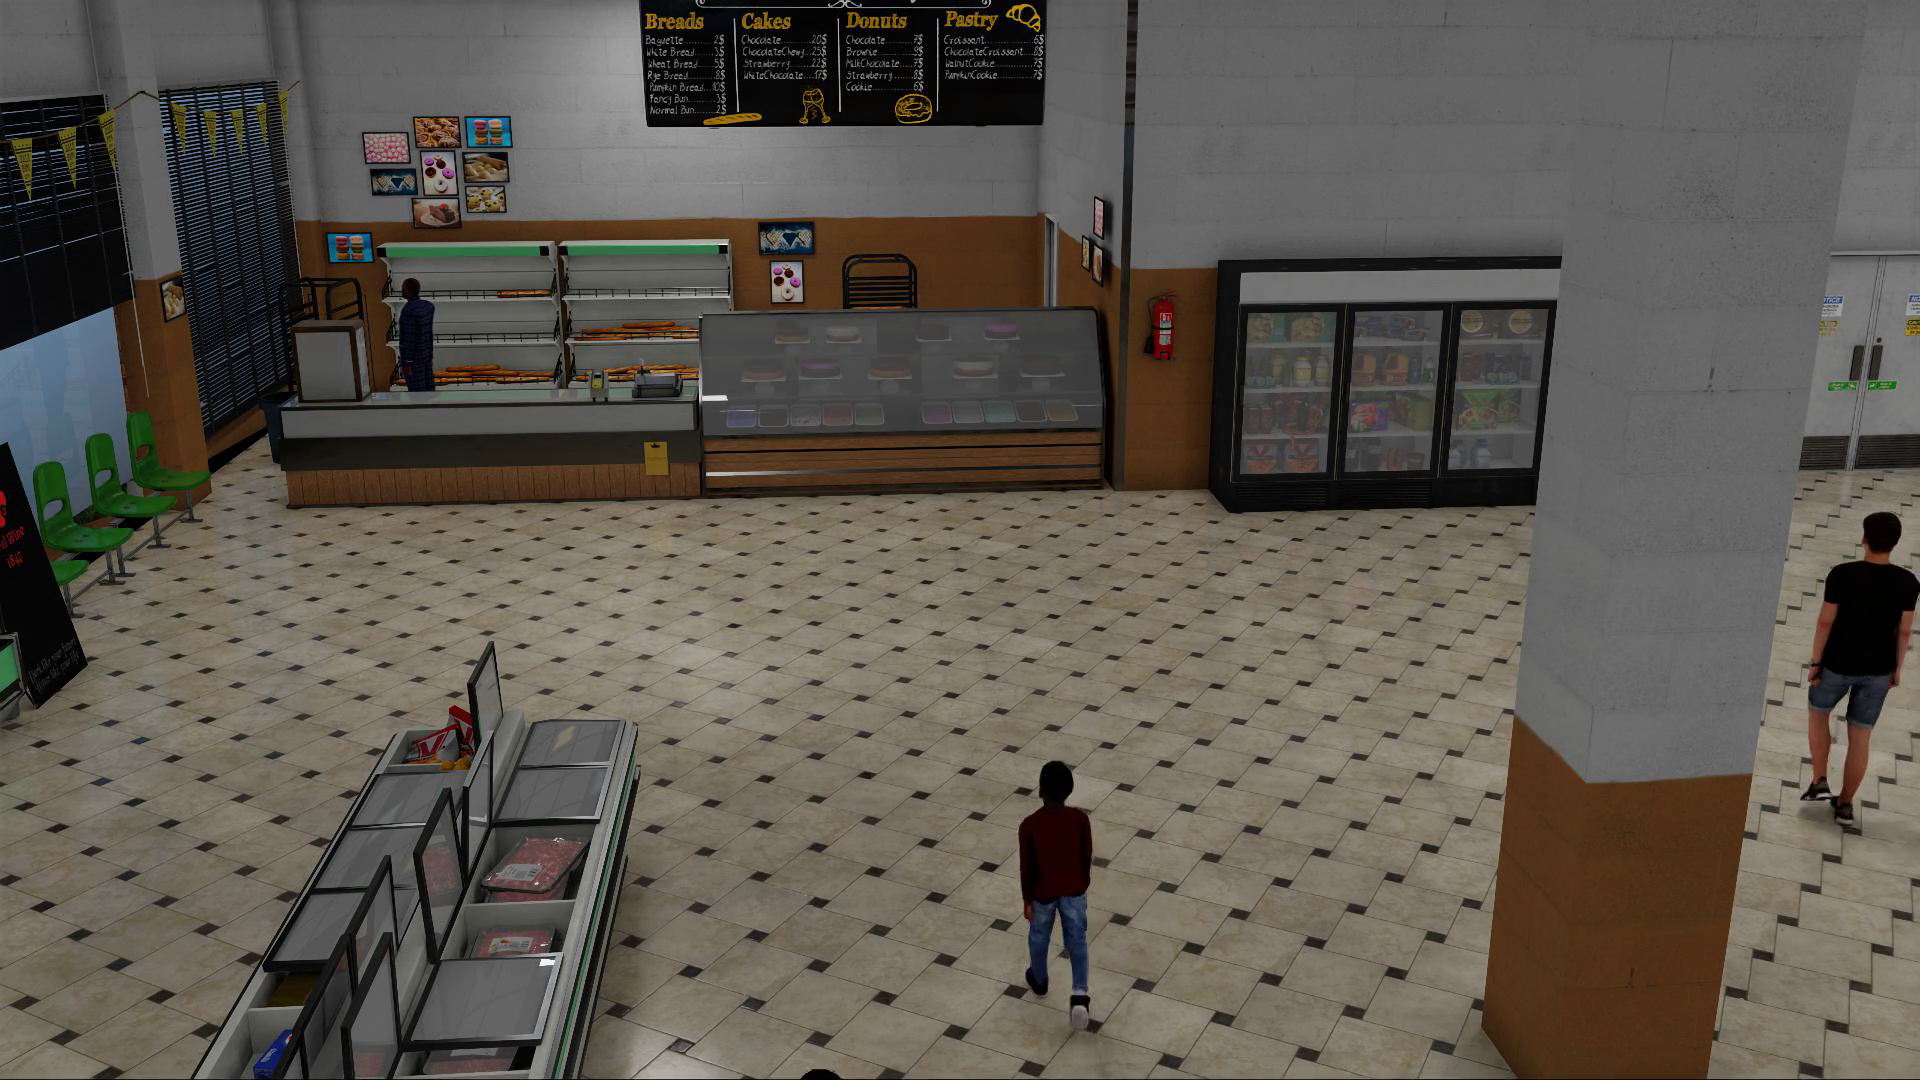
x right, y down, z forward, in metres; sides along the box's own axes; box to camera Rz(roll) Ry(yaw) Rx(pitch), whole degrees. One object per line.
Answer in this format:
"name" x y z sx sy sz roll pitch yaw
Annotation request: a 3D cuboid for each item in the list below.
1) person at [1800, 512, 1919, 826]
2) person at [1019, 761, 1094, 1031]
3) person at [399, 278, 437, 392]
"person" 5.109 0.756 9.447 0.776 1.838 0.805 6 18 19
"person" 0.465 1.623 7.619 0.508 1.242 0.811 -2 17 -7
"person" -6.083 -2.037 18.668 0.811 1.824 0.676 4 17 14
